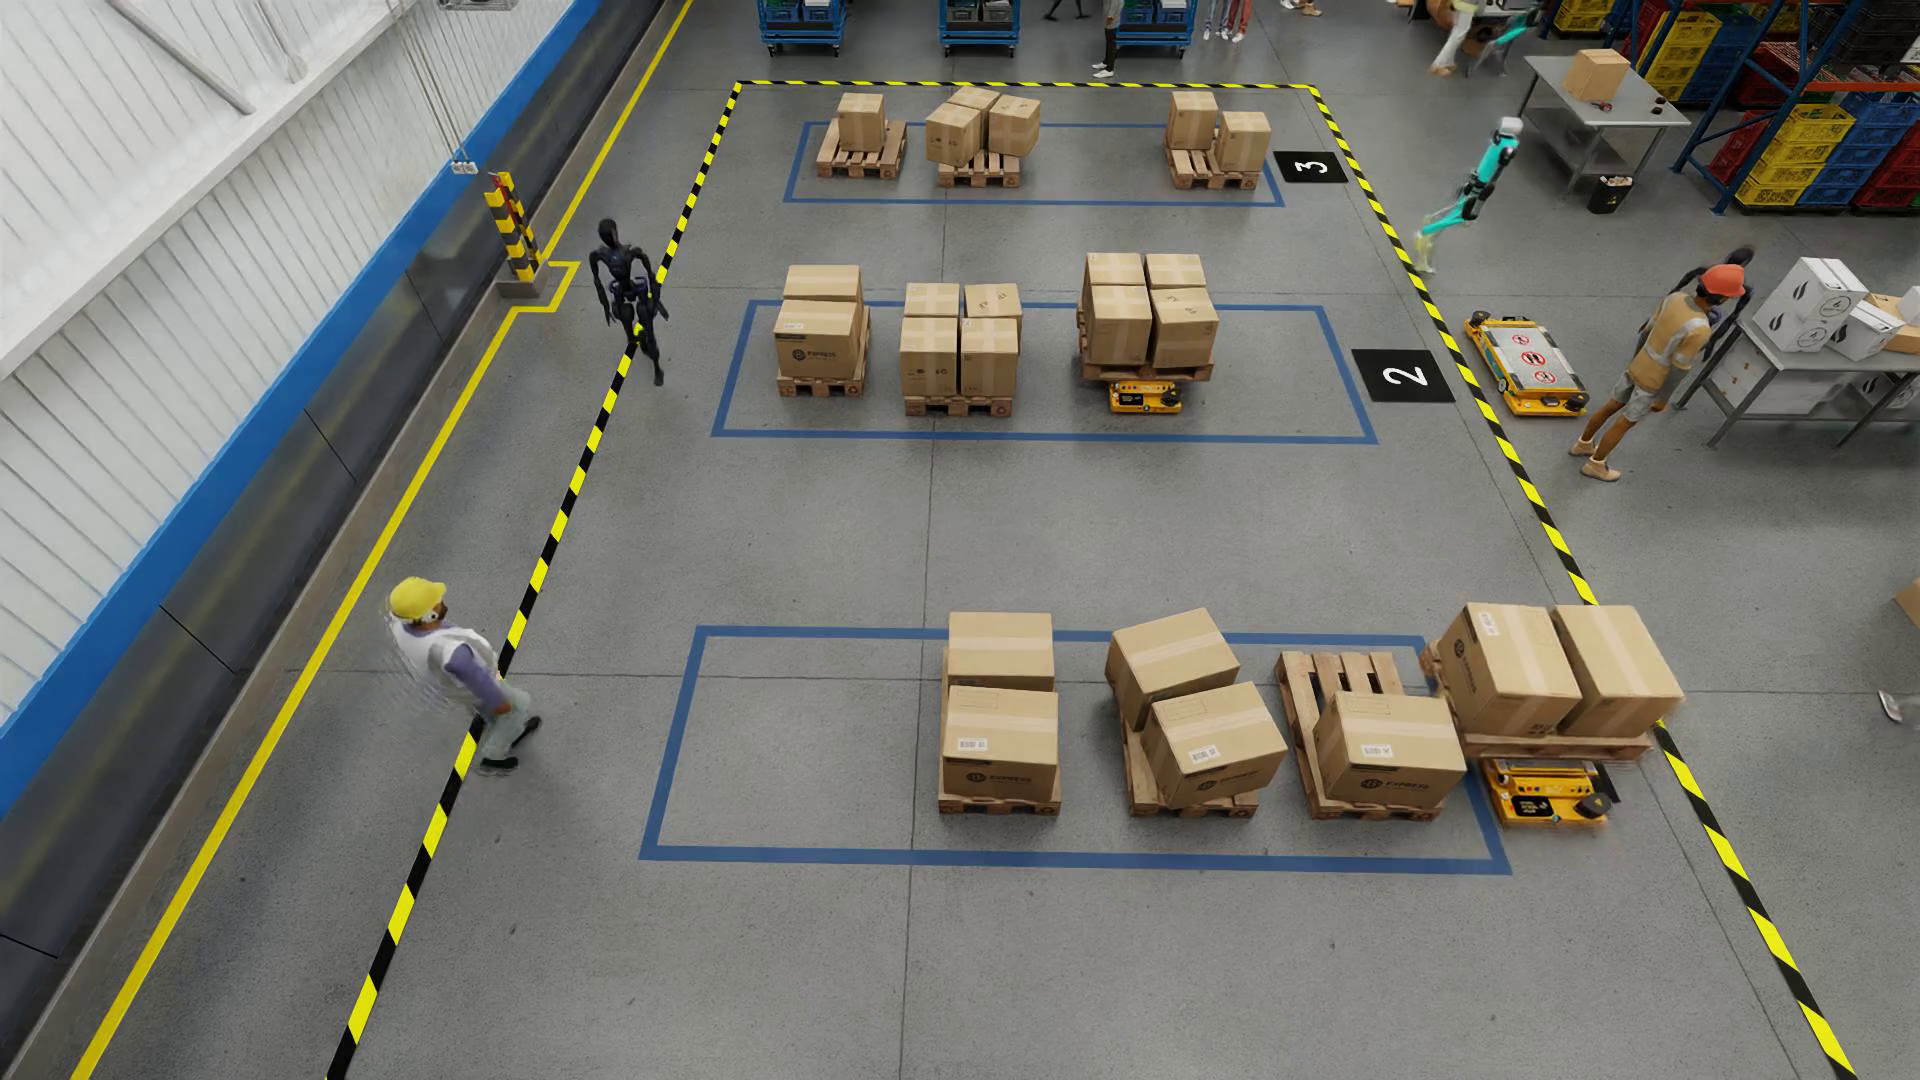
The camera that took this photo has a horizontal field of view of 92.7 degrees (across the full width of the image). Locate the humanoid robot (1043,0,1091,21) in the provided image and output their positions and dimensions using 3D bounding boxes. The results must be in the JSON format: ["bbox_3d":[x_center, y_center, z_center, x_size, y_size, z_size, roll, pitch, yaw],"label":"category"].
[{"bbox_3d":[1.763,-9.119,14.528,0.794,1.621,0.609,0,49,0],"label":"humanoid robot"}]

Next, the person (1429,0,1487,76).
[{"bbox_3d":[7.264,-7.626,13.102,0.512,1.834,0.643,-7,49,-6],"label":"person"}]

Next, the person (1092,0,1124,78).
[{"bbox_3d":[2.149,-7.608,13.071,0.364,1.852,0.596,3,49,2],"label":"person"}]

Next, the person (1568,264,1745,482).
[{"bbox_3d":[5.704,-1.358,7.536,0.375,2.045,0.604,4,49,4],"label":"person"}]

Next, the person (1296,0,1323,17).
[{"bbox_3d":[5.895,-9.497,14.597,0.436,2.031,0.619,-6,49,-5],"label":"person"}]

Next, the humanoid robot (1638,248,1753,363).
[{"bbox_3d":[6.538,-1.913,8.282,0.738,1.627,0.609,-37,58,-27],"label":"humanoid robot"}]

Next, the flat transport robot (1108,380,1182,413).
[{"bbox_3d":[1.773,-1.807,9.079,0.652,0.197,1.431,1,49,1],"label":"flat transport robot"}]

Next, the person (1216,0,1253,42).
[{"bbox_3d":[4.373,-8.667,13.948,0.391,1.913,0.587,-29,55,-23],"label":"person"}]

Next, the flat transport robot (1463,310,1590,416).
[{"bbox_3d":[5.573,-1.757,9.054,0.659,0.231,1.431,1,49,1],"label":"flat transport robot"}]

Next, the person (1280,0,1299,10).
[{"bbox_3d":[5.619,-9.696,14.870,0.532,1.865,0.313,-36,58,-27],"label":"person"}]

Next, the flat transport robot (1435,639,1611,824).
[{"bbox_3d":[3.903,1.266,6.419,0.652,0.197,1.431,1,49,1],"label":"flat transport robot"}]

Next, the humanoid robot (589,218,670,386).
[{"bbox_3d":[-3.054,-2.274,8.582,0.589,1.640,0.637,-7,50,-6],"label":"humanoid robot"}]

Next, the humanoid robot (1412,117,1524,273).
[{"bbox_3d":[5.164,-3.525,9.656,0.753,1.837,0.535,9,50,8],"label":"humanoid robot"}]

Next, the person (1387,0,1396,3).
[{"bbox_3d":[7.481,-9.832,14.989,0.328,1.865,0.517,26,54,21],"label":"person"}]

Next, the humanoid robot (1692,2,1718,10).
[{"bbox_3d":[10.749,-7.790,13.375,0.780,1.623,0.584,-8,50,-6],"label":"humanoid robot"}]

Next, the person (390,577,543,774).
[{"bbox_3d":[-3.089,0.872,5.750,0.613,1.818,0.457,25,54,20],"label":"person"}]

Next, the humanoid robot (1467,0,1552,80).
[{"bbox_3d":[7.836,-7.451,13.047,0.903,1.806,0.530,0,49,0],"label":"humanoid robot"}]

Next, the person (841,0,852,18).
[{"bbox_3d":[-2.046,-9.303,14.594,0.525,1.767,0.329,20,52,16],"label":"person"}]

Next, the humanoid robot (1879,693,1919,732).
[{"bbox_3d":[6.719,0.755,5.982,0.541,1.899,0.735,13,50,11],"label":"humanoid robot"}]

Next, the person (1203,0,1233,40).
[{"bbox_3d":[4.080,-8.599,13.999,0.490,1.746,0.286,-2,49,-2],"label":"person"}]
